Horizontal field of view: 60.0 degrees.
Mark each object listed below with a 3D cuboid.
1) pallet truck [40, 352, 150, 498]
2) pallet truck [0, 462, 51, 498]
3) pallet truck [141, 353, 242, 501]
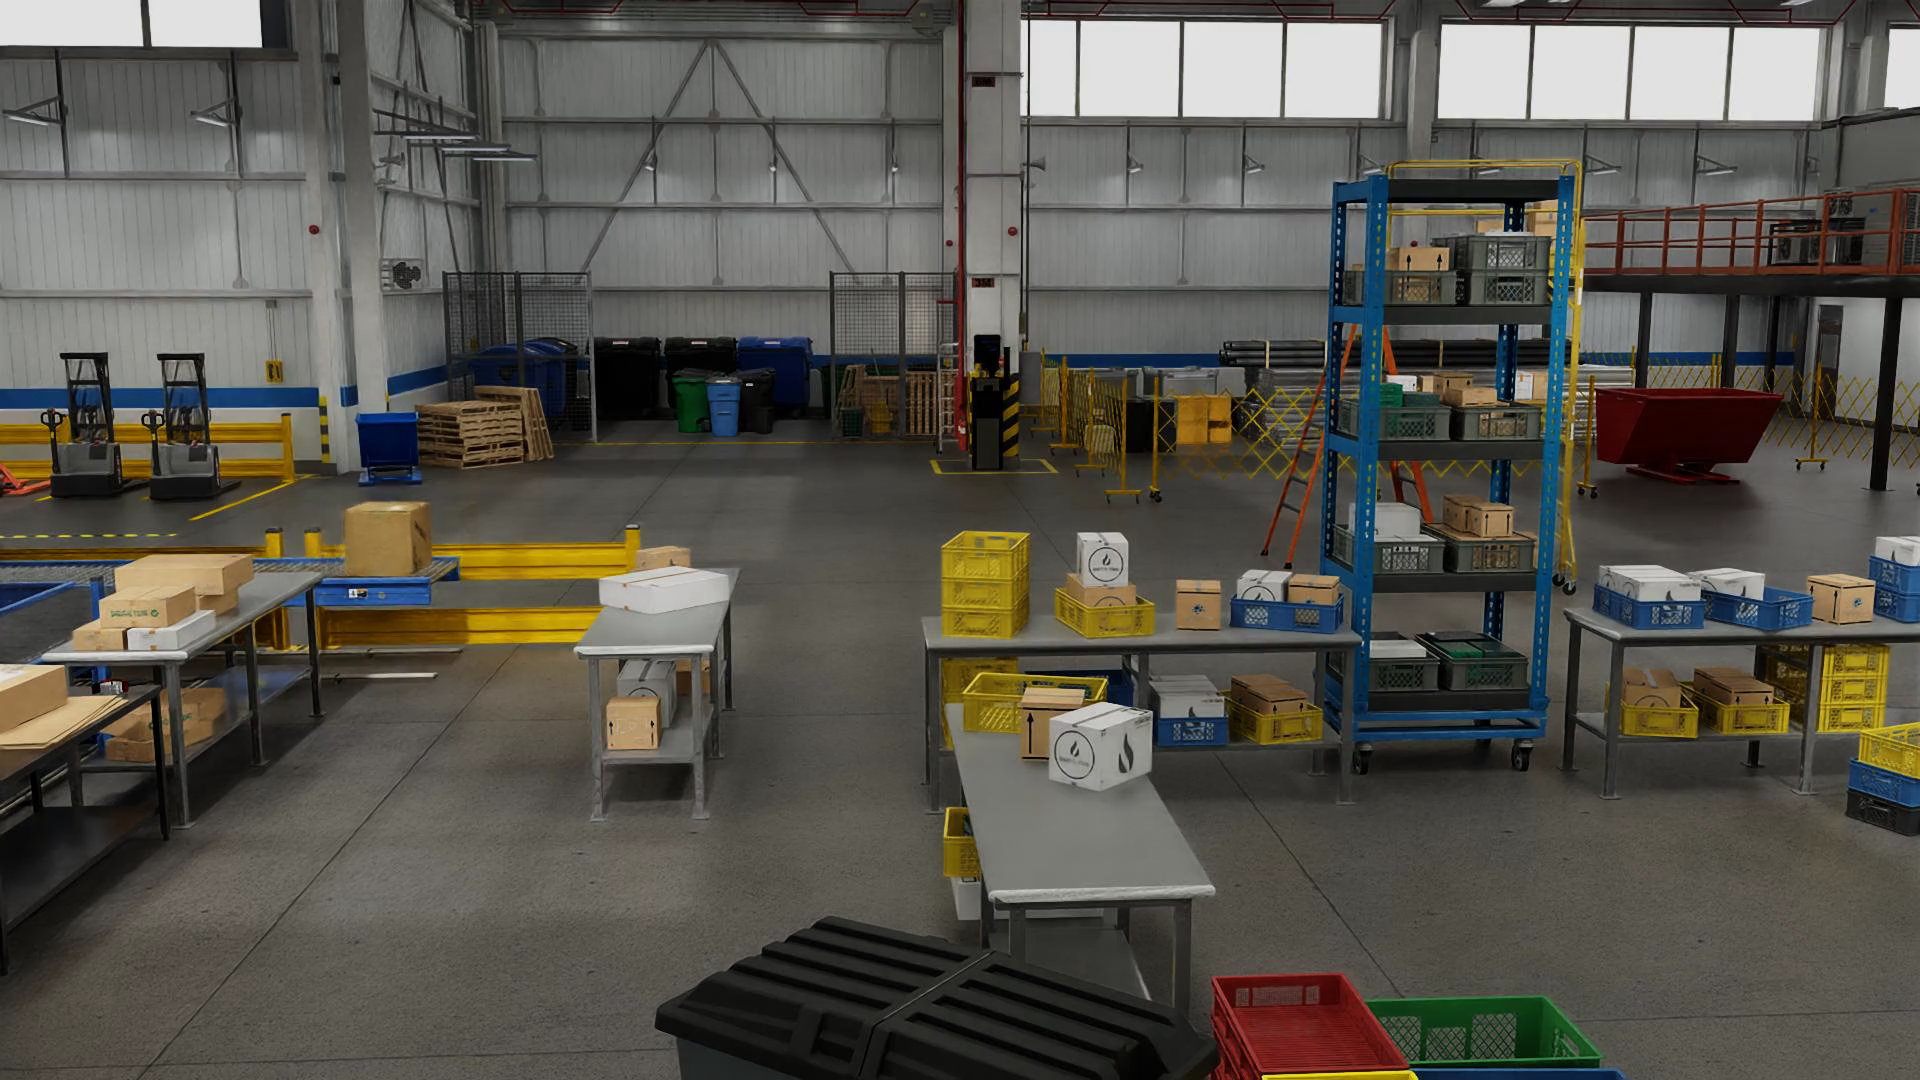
[{"bbox_3d":[-11.907,-1.642,23.165,0.823,1.965,1.885,0,9,0],"label":"pallet truck"},{"bbox_3d":[-13.193,-1.293,23.148,0.653,1.274,1.630,-1,9,-4],"label":"pallet truck"},{"bbox_3d":[-10.520,-1.604,22.925,0.823,1.965,1.885,-1,9,-6],"label":"pallet truck"}]
